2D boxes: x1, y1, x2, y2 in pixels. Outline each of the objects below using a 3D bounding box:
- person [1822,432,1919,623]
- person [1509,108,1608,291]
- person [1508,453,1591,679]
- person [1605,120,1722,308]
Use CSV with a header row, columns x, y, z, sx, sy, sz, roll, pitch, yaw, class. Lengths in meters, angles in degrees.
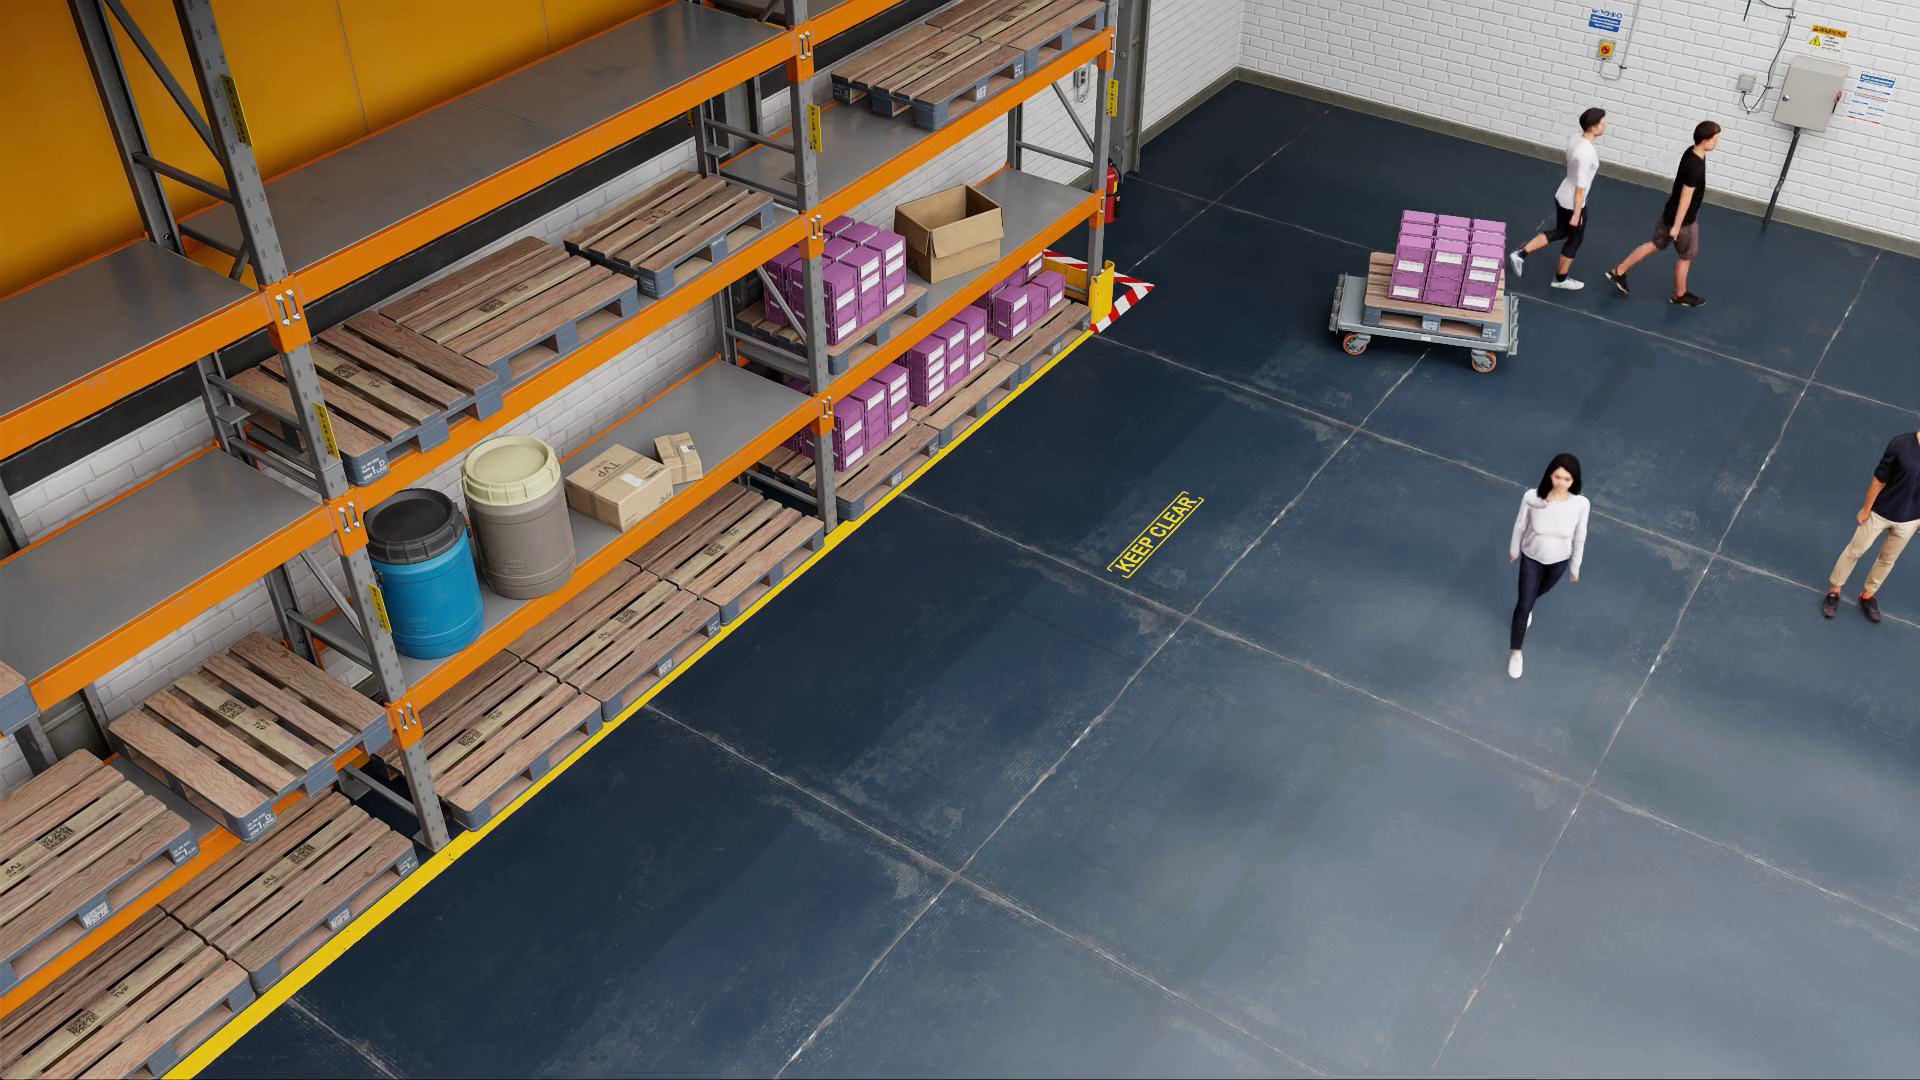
x,y,z,sx,sy,sz,roll,pitch,yaw,class
6.676,-0.217,11.874,0.704,1.855,0.664,8,39,10,person
5.661,-3.193,15.618,1.054,1.833,1.060,1,39,1,person
4.108,0.072,11.667,0.913,1.661,1.181,8,39,9,person
6.585,-3.042,15.426,1.040,1.837,1.211,7,39,9,person
